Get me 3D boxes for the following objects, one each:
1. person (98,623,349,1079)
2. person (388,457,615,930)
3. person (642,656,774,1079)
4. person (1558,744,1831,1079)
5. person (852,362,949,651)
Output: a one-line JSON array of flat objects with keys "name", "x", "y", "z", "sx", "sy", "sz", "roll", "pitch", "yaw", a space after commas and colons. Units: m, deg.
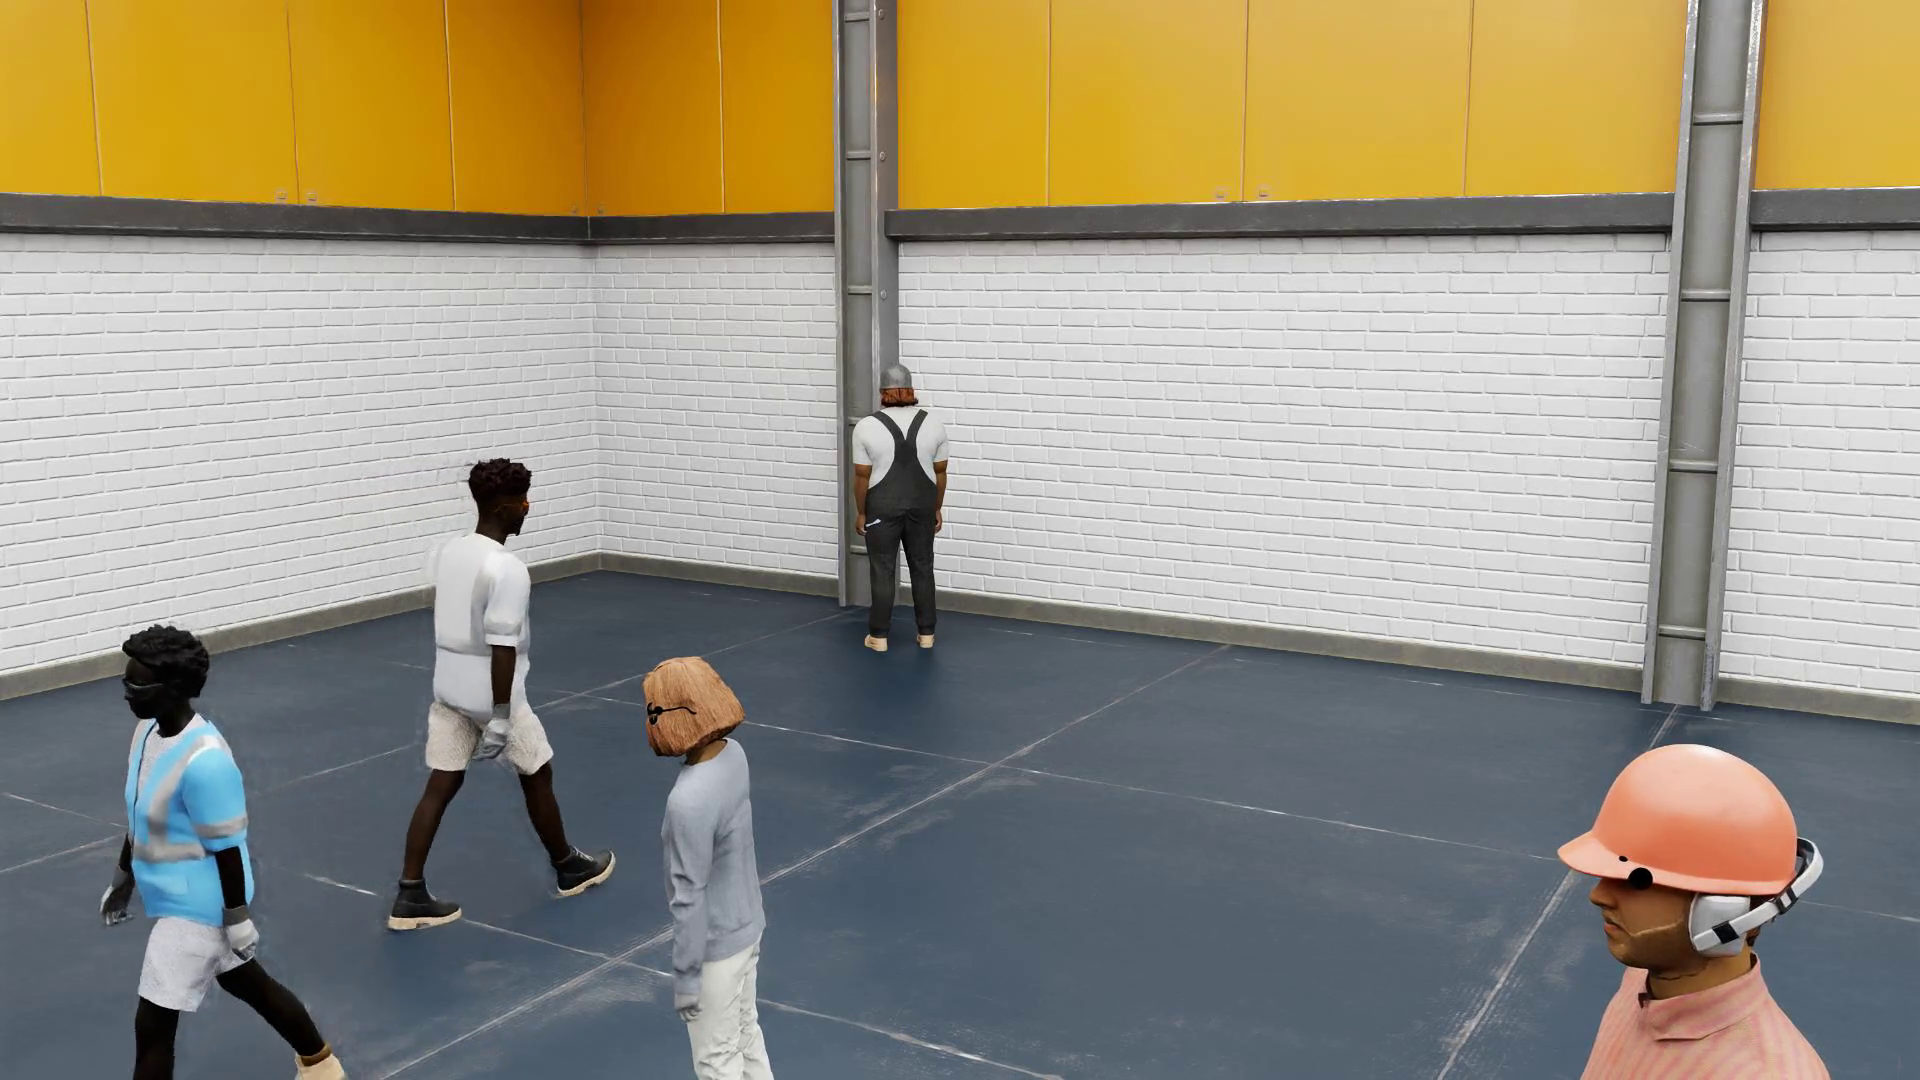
[{"name": "person", "x": -2.248, "y": 1.043, "z": 4.929, "sx": 0.887, "sy": 1.653, "sz": 0.534, "roll": -7, "pitch": 12, "yaw": -38}, {"name": "person", "x": -1.940, "y": 0.614, "z": 6.824, "sx": 0.612, "sy": 1.915, "sz": 1.002, "roll": 7, "pitch": 12, "yaw": 38}, {"name": "person", "x": -0.684, "y": 1.117, "z": 4.570, "sx": 0.310, "sy": 1.624, "sz": 0.492, "roll": 1, "pitch": 9, "yaw": 8}, {"name": "person", "x": 1.028, "y": 1.269, "z": 2.438, "sx": 0.379, "sy": 1.996, "sz": 0.611, "roll": 0, "pitch": 9, "yaw": 2}, {"name": "person", "x": -0.444, "y": -0.242, "z": 11.730, "sx": 0.684, "sy": 2.000, "sz": 0.538, "roll": -3, "pitch": 9, "yaw": -16}]
